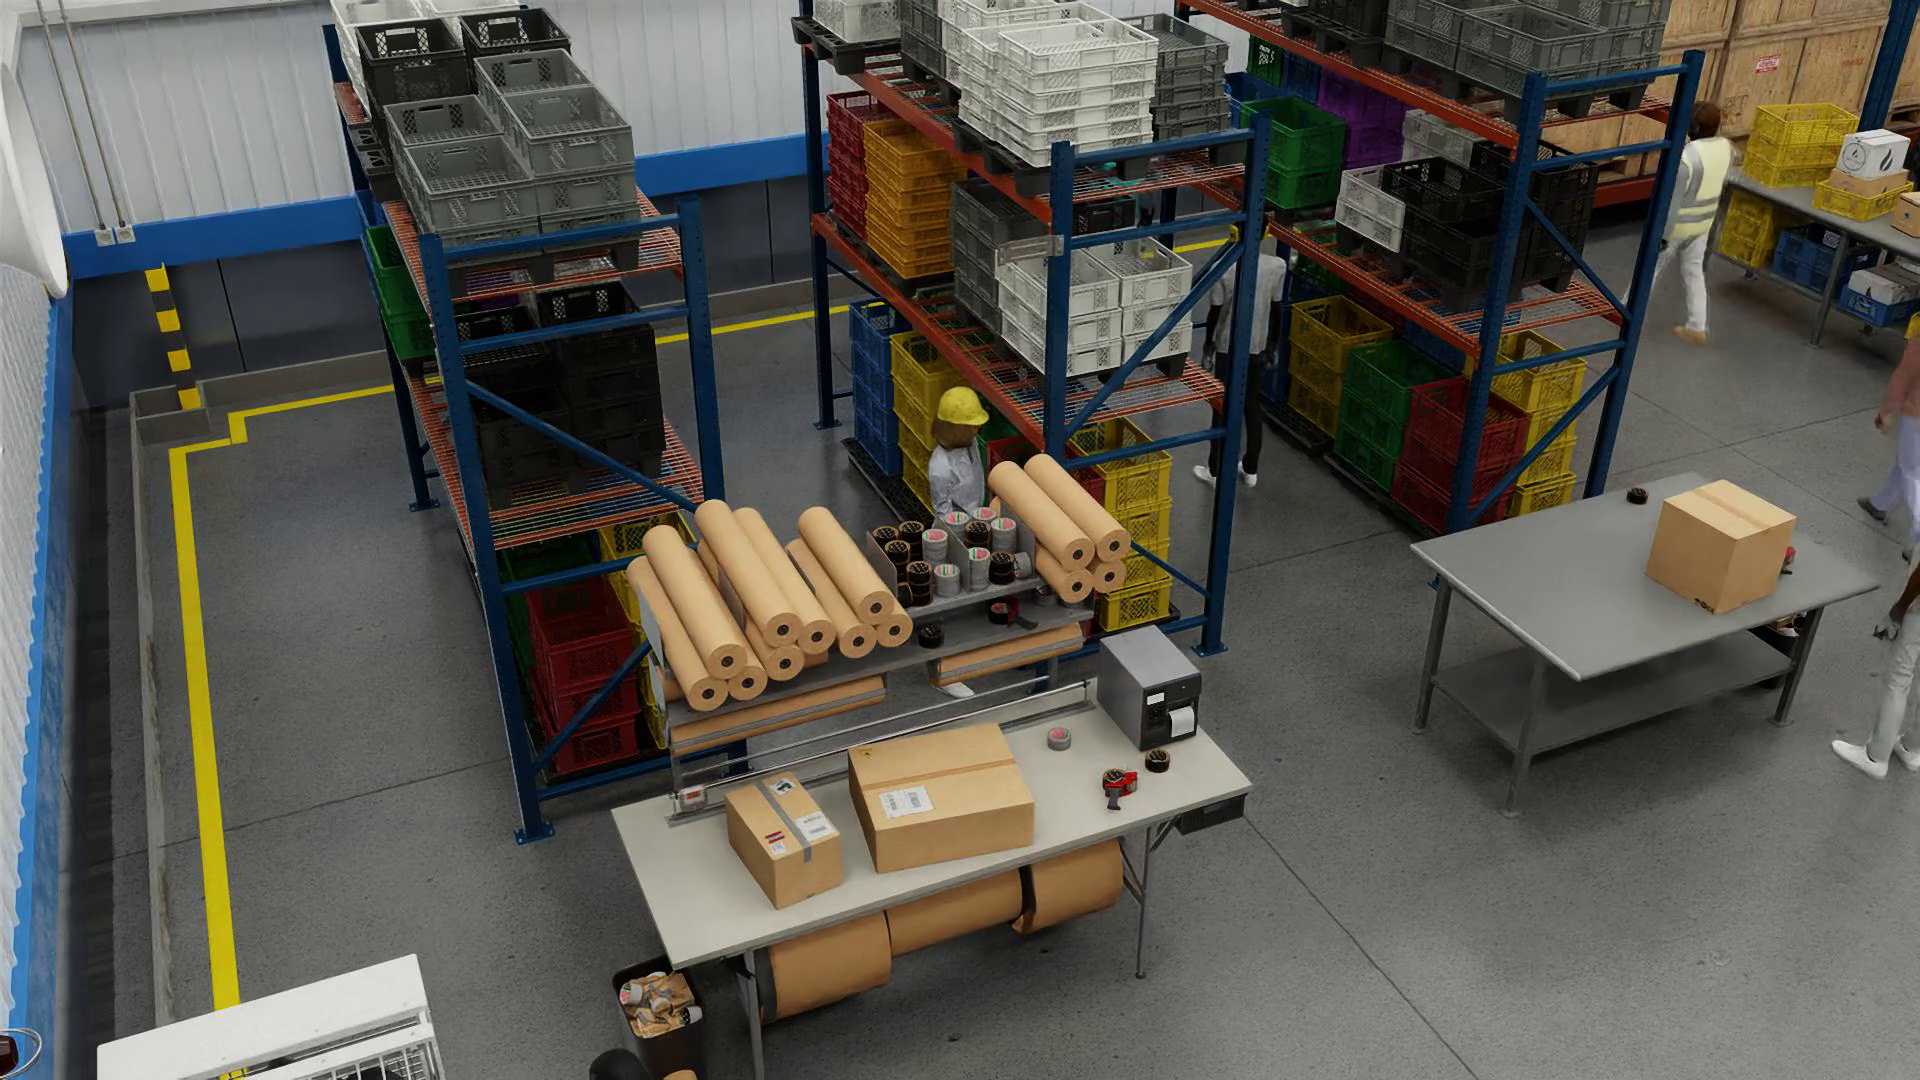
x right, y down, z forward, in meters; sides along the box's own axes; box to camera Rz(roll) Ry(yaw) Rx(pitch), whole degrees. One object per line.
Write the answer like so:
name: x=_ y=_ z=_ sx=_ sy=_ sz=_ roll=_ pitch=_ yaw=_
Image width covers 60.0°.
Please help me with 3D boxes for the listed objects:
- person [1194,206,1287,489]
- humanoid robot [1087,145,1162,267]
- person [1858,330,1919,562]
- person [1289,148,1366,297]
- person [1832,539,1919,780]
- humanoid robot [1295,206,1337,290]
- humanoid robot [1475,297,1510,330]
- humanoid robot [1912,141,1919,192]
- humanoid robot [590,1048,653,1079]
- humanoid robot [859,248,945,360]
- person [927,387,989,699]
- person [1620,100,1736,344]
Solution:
person: x=1.760 y=-1.193 z=10.389 sx=0.508 sy=1.863 sz=0.322 roll=-5 pitch=32 yaw=-9
humanoid robot: x=1.116 y=-2.255 z=12.230 sx=0.561 sy=1.720 sz=0.962 roll=-1 pitch=32 yaw=-2
person: x=5.725 y=-0.729 z=9.764 sx=0.523 sy=1.729 sz=0.862 roll=-2 pitch=32 yaw=-3
person: x=3.019 y=-2.872 z=13.136 sx=0.600 sy=1.857 sz=0.967 roll=-25 pitch=40 yaw=-35
person: x=4.627 y=0.319 z=7.927 sx=0.531 sy=1.868 sz=0.309 roll=-9 pitch=33 yaw=-14
humanoid robot: x=2.957 y=-2.631 z=12.853 sx=0.966 sy=1.765 sz=0.545 roll=-11 pitch=33 yaw=-17
humanoid robot: x=3.507 y=-1.726 z=11.443 sx=0.613 sy=1.634 sz=0.616 roll=-15 pitch=34 yaw=-22
humanoid robot: x=8.097 y=-3.173 z=13.790 sx=0.424 sy=1.634 sz=0.614 roll=-1 pitch=32 yaw=-1
humanoid robot: x=-1.063 y=2.176 z=5.103 sx=0.483 sy=1.650 sz=0.613 roll=21 pitch=37 yaw=31
humanoid robot: x=-0.321 y=-2.141 z=12.087 sx=0.553 sy=1.797 sz=0.906 roll=25 pitch=39 yaw=34
person: x=0.003 y=0.003 z=8.558 sx=0.295 sy=1.743 sz=0.486 roll=10 pitch=33 yaw=16
person: x=5.357 y=-2.366 z=12.358 sx=0.639 sy=1.824 sz=0.724 roll=-15 pitch=35 yaw=-23
